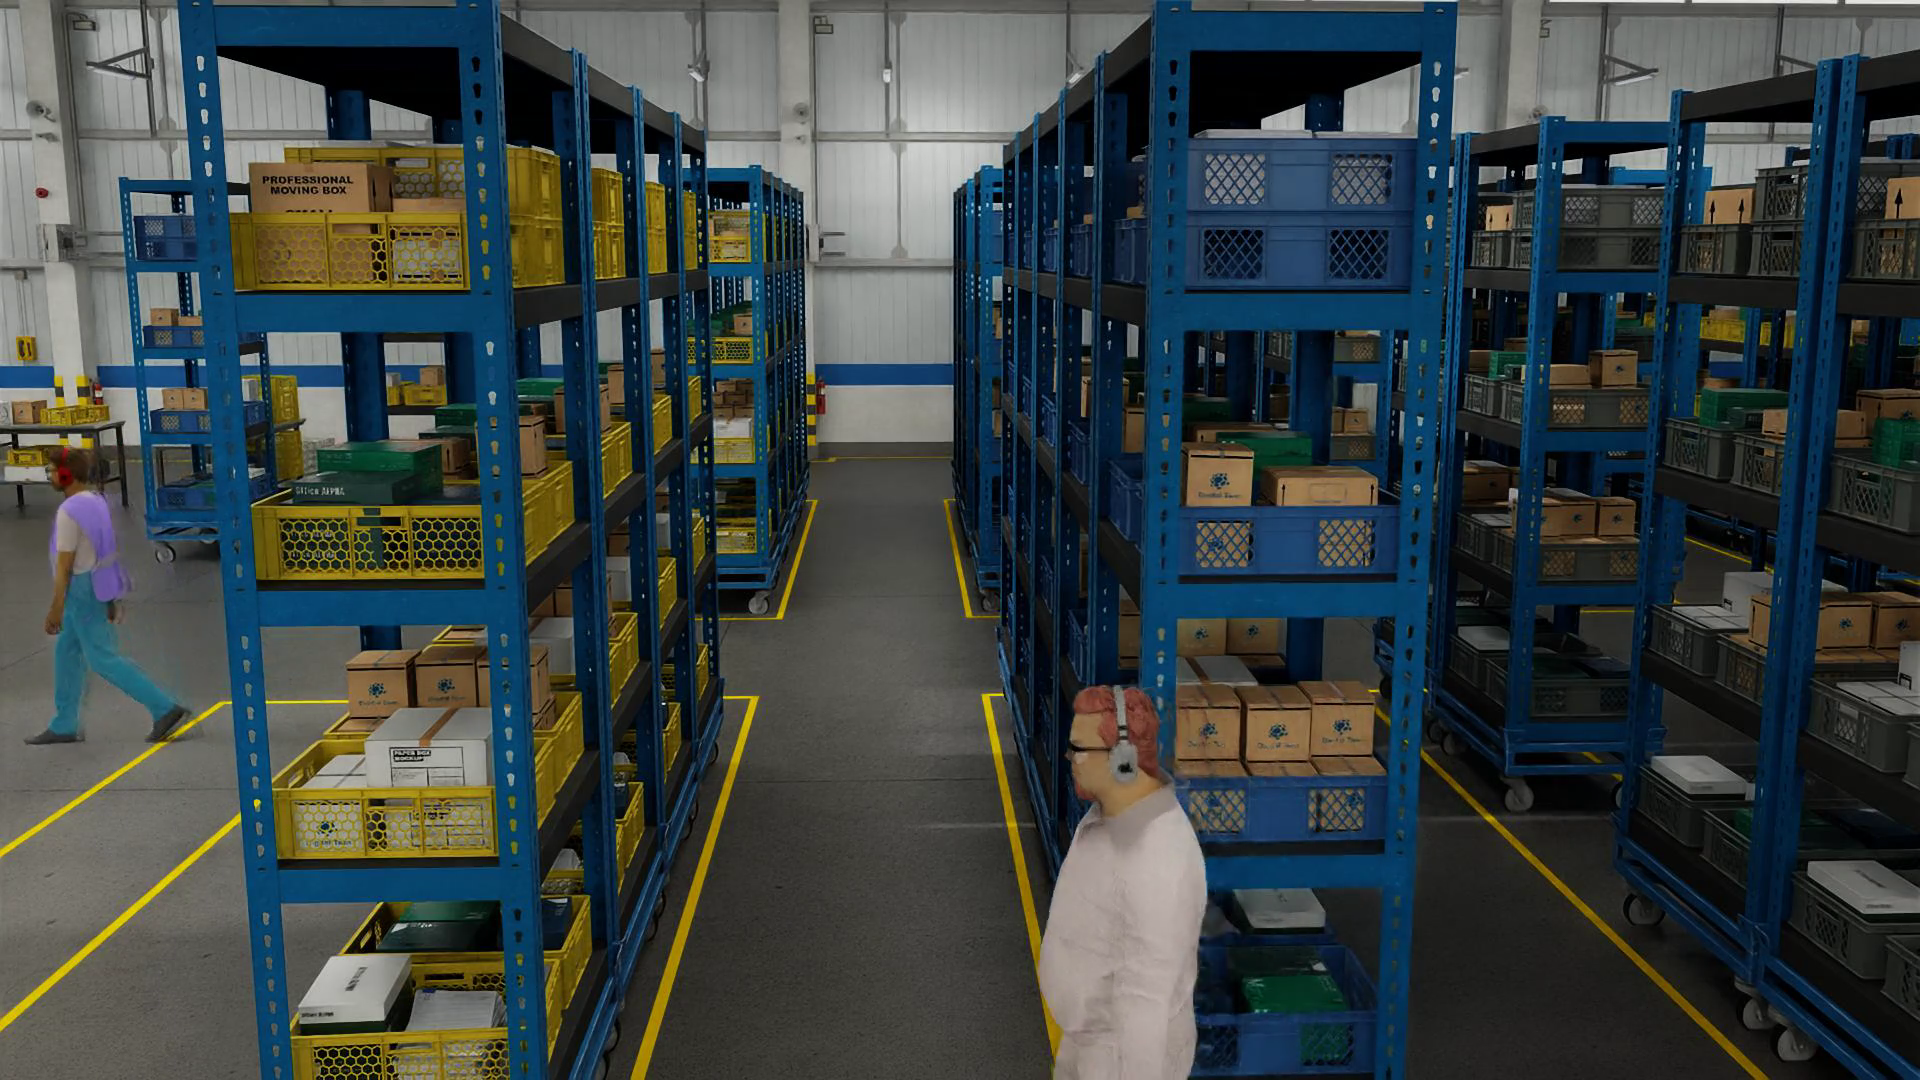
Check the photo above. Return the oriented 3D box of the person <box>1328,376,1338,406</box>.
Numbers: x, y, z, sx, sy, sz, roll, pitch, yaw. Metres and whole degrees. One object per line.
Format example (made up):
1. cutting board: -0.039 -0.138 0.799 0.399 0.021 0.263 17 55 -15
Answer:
1. person: 4.491 -1.550 20.632 0.432 1.817 0.622 -2 10 -13

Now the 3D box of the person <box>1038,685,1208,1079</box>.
1. person: 0.429 1.291 4.269 0.463 1.892 0.645 -1 10 -6

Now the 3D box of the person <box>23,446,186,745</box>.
1. person: -5.139 0.340 9.901 0.890 1.817 0.576 -3 10 -15
